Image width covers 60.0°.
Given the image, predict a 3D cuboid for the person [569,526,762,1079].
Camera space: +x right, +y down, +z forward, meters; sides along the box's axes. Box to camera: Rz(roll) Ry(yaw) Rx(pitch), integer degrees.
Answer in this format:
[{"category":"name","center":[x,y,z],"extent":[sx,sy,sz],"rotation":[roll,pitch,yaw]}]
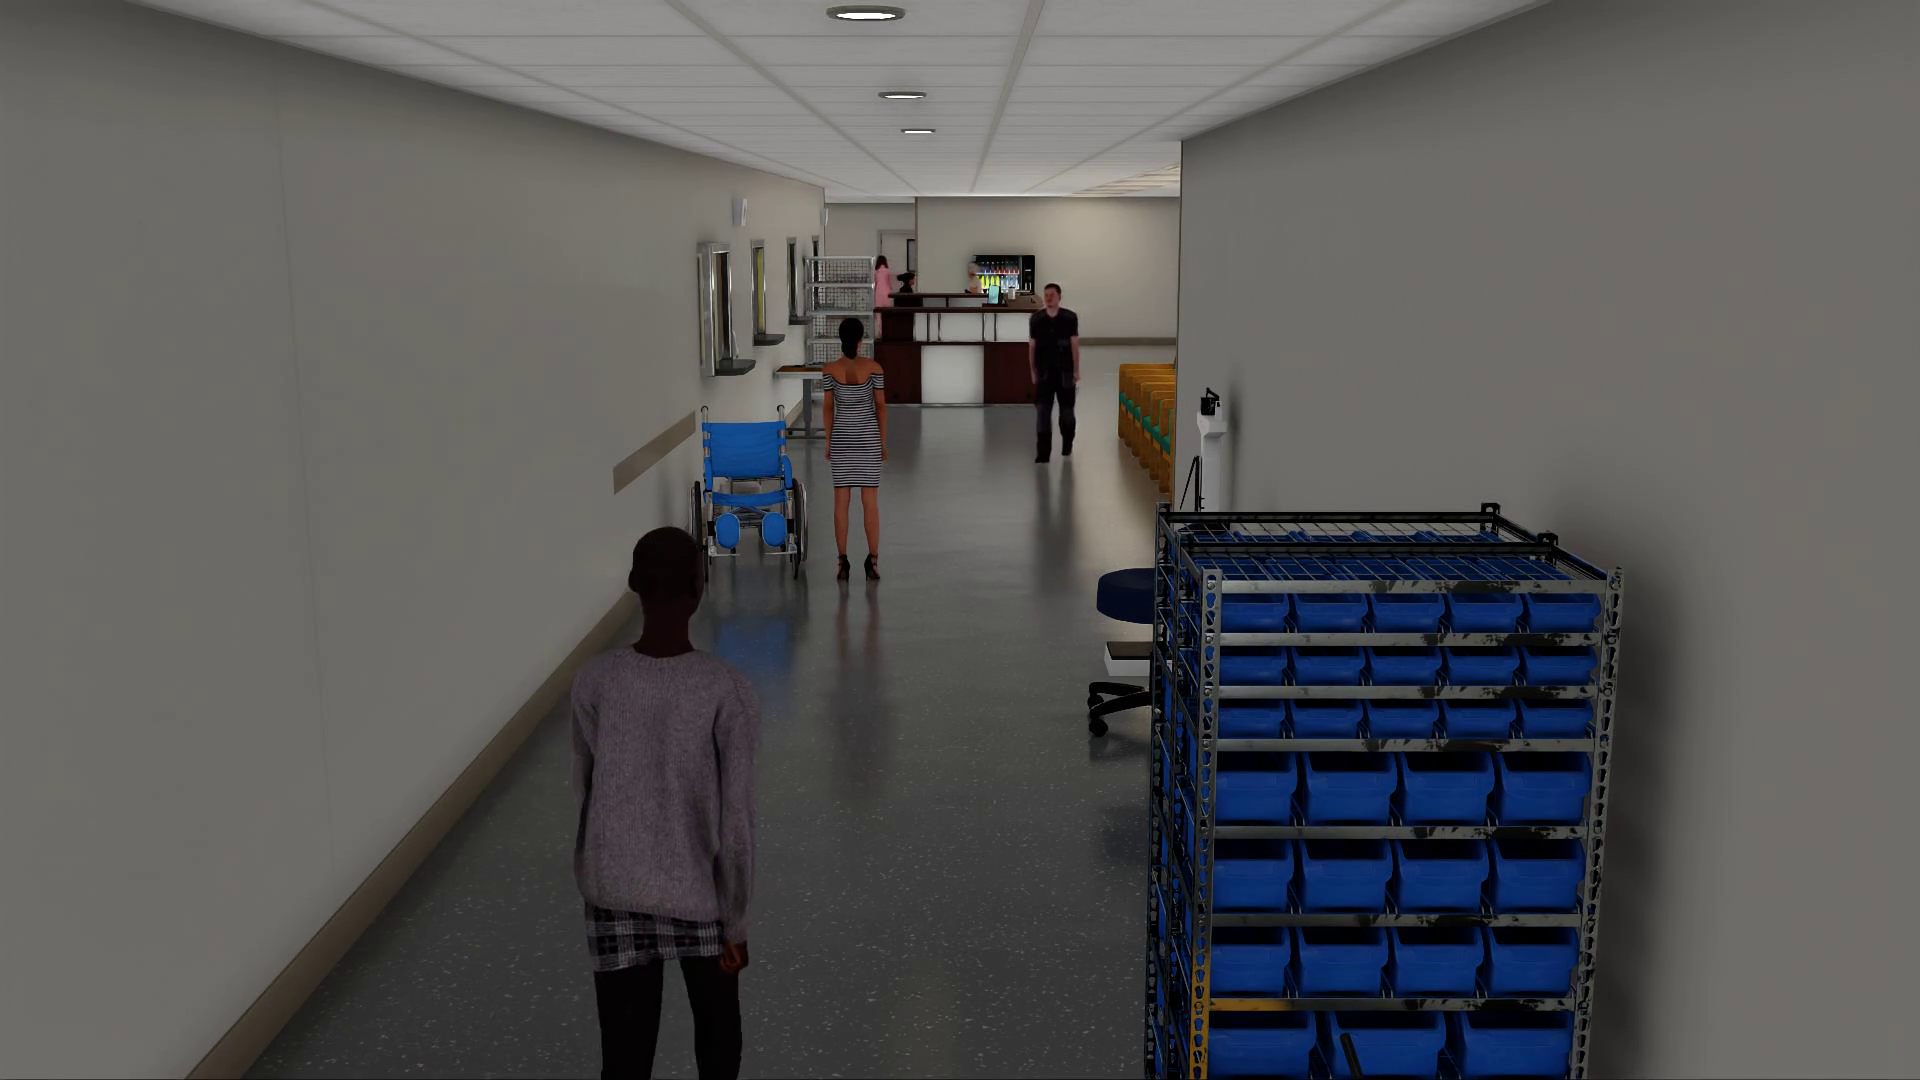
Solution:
[{"category":"person","center":[-0.710,0.871,3.797],"extent":[1.096,1.739,0.732],"rotation":[1,11,4]}]

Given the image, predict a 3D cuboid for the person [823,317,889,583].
[{"category":"person","center":[-0.724,-0.625,11.457],"extent":[0.479,1.822,0.662],"rotation":[1,11,4]}]

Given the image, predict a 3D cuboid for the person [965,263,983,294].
[{"category":"person","center":[0.268,-4.128,30.102],"extent":[0.614,1.753,0.691],"rotation":[3,11,14]}]

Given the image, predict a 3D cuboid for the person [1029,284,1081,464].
[{"category":"person","center":[1.015,-1.725,17.265],"extent":[1.183,1.818,0.960],"rotation":[2,11,12]}]

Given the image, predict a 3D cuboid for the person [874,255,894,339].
[{"category":"person","center":[-1.637,-5.105,35.254],"extent":[1.103,1.752,0.704],"rotation":[0,11,1]}]

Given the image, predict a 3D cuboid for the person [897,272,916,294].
[{"category":"person","center":[-0.972,-3.772,28.570],"extent":[0.910,1.625,0.785],"rotation":[-6,12,-27]}]
